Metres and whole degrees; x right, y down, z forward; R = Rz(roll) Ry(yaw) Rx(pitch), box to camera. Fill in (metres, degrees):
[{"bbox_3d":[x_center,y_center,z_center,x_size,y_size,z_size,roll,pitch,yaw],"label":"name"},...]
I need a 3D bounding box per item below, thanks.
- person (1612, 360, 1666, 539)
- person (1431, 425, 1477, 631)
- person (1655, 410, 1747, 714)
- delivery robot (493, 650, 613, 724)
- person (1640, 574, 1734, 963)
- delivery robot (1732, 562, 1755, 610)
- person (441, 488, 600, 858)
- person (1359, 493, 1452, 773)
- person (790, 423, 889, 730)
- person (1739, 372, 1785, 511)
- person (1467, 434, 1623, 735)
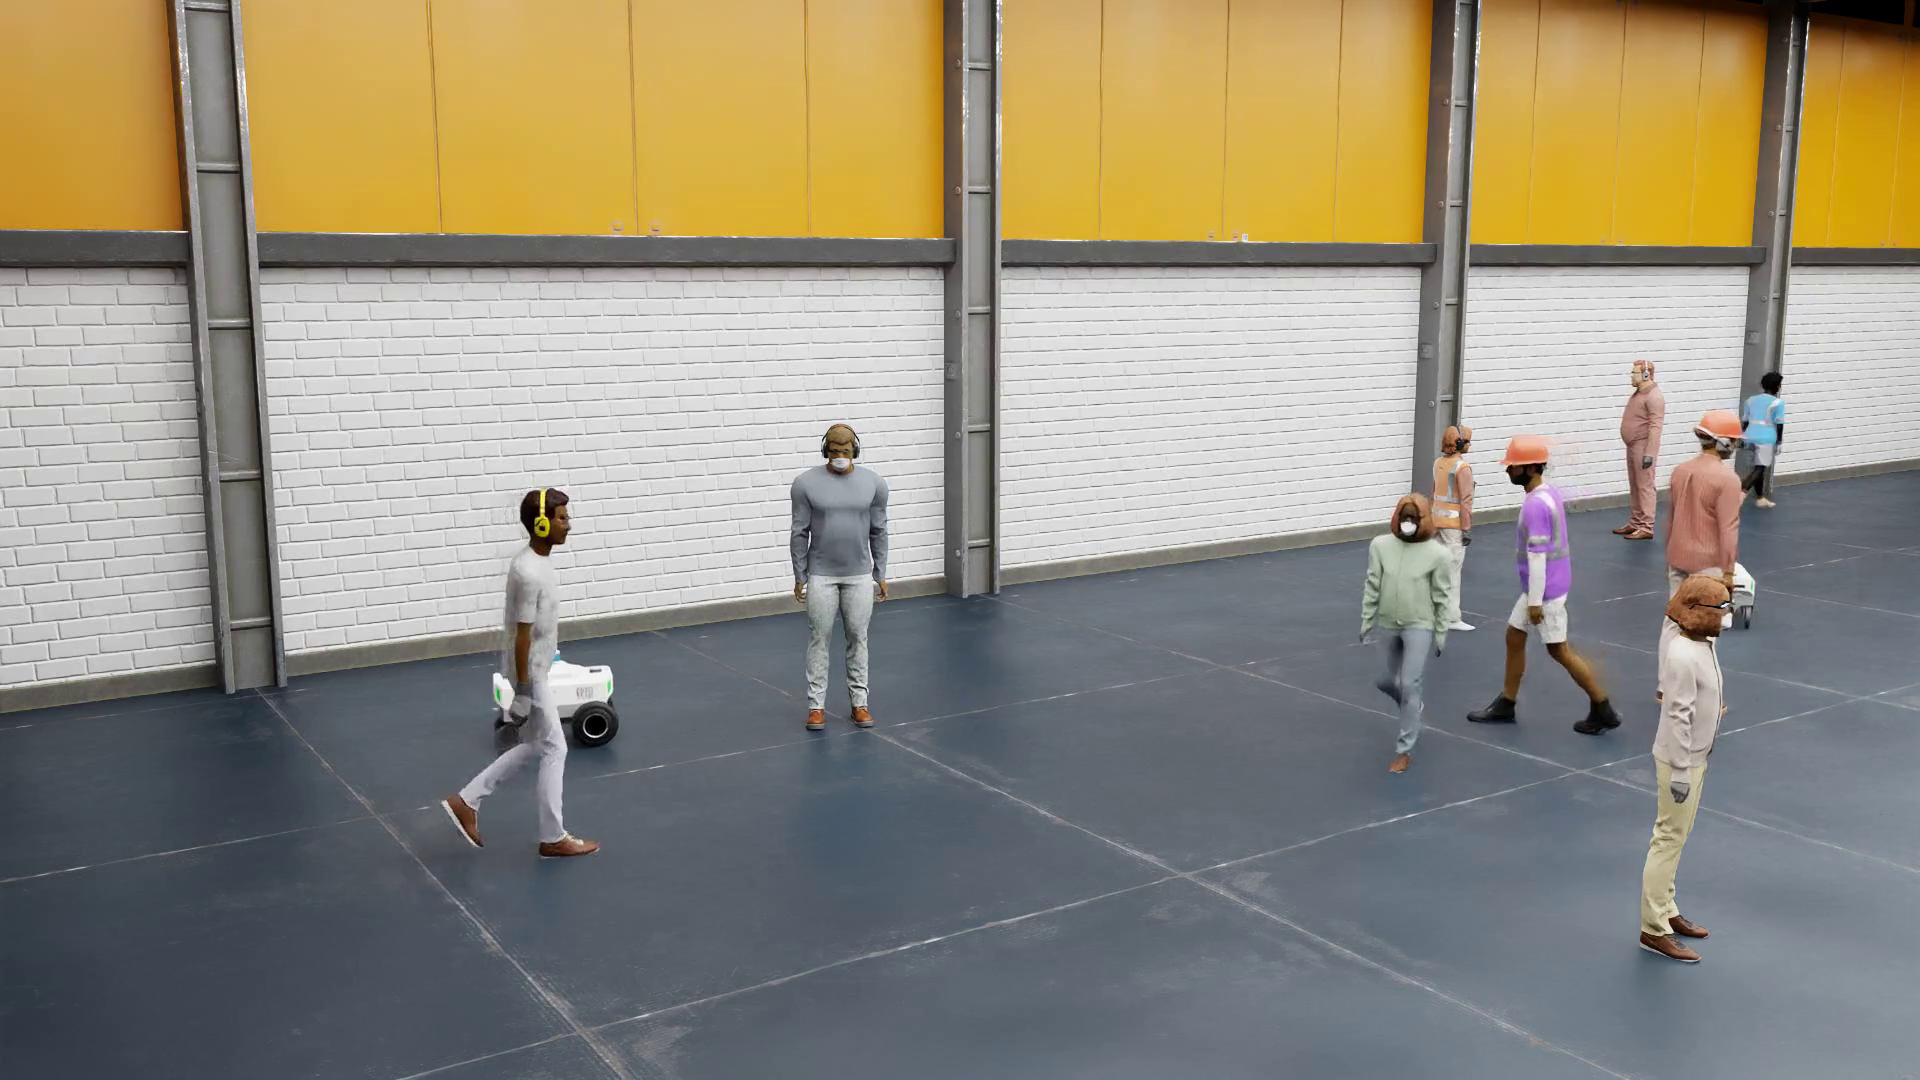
[{"bbox_3d":[7.223,-0.959,17.693,0.399,1.908,0.643,1,9,5],"label":"person"},{"bbox_3d":[3.930,-0.100,13.312,0.314,1.641,0.515,-2,10,-12],"label":"person"},{"bbox_3d":[4.853,0.143,10.841,0.426,1.982,0.652,-2,10,-13],"label":"person"},{"bbox_3d":[-2.489,0.918,10.163,0.707,0.478,0.477,-3,10,-16],"label":"delivery robot"},{"bbox_3d":[3.083,0.943,7.050,0.265,1.631,0.507,6,11,31],"label":"person"},{"bbox_3d":[6.280,0.342,13.632,0.477,0.478,0.707,3,10,16],"label":"delivery robot"},{"bbox_3d":[-2.169,0.662,8.102,0.676,1.847,0.535,-3,10,-16],"label":"person"},{"bbox_3d":[2.633,0.507,9.733,0.509,1.611,0.627,7,12,37],"label":"person"},{"bbox_3d":[-0.751,0.228,10.460,0.627,1.934,0.372,-2,10,-10],"label":"person"},{"bbox_3d":[9.423,-1.164,19.678,0.794,1.657,0.564,-4,10,-22],"label":"person"},{"bbox_3d":[3.698,0.281,10.315,0.910,1.891,0.553,4,10,21],"label":"person"}]
